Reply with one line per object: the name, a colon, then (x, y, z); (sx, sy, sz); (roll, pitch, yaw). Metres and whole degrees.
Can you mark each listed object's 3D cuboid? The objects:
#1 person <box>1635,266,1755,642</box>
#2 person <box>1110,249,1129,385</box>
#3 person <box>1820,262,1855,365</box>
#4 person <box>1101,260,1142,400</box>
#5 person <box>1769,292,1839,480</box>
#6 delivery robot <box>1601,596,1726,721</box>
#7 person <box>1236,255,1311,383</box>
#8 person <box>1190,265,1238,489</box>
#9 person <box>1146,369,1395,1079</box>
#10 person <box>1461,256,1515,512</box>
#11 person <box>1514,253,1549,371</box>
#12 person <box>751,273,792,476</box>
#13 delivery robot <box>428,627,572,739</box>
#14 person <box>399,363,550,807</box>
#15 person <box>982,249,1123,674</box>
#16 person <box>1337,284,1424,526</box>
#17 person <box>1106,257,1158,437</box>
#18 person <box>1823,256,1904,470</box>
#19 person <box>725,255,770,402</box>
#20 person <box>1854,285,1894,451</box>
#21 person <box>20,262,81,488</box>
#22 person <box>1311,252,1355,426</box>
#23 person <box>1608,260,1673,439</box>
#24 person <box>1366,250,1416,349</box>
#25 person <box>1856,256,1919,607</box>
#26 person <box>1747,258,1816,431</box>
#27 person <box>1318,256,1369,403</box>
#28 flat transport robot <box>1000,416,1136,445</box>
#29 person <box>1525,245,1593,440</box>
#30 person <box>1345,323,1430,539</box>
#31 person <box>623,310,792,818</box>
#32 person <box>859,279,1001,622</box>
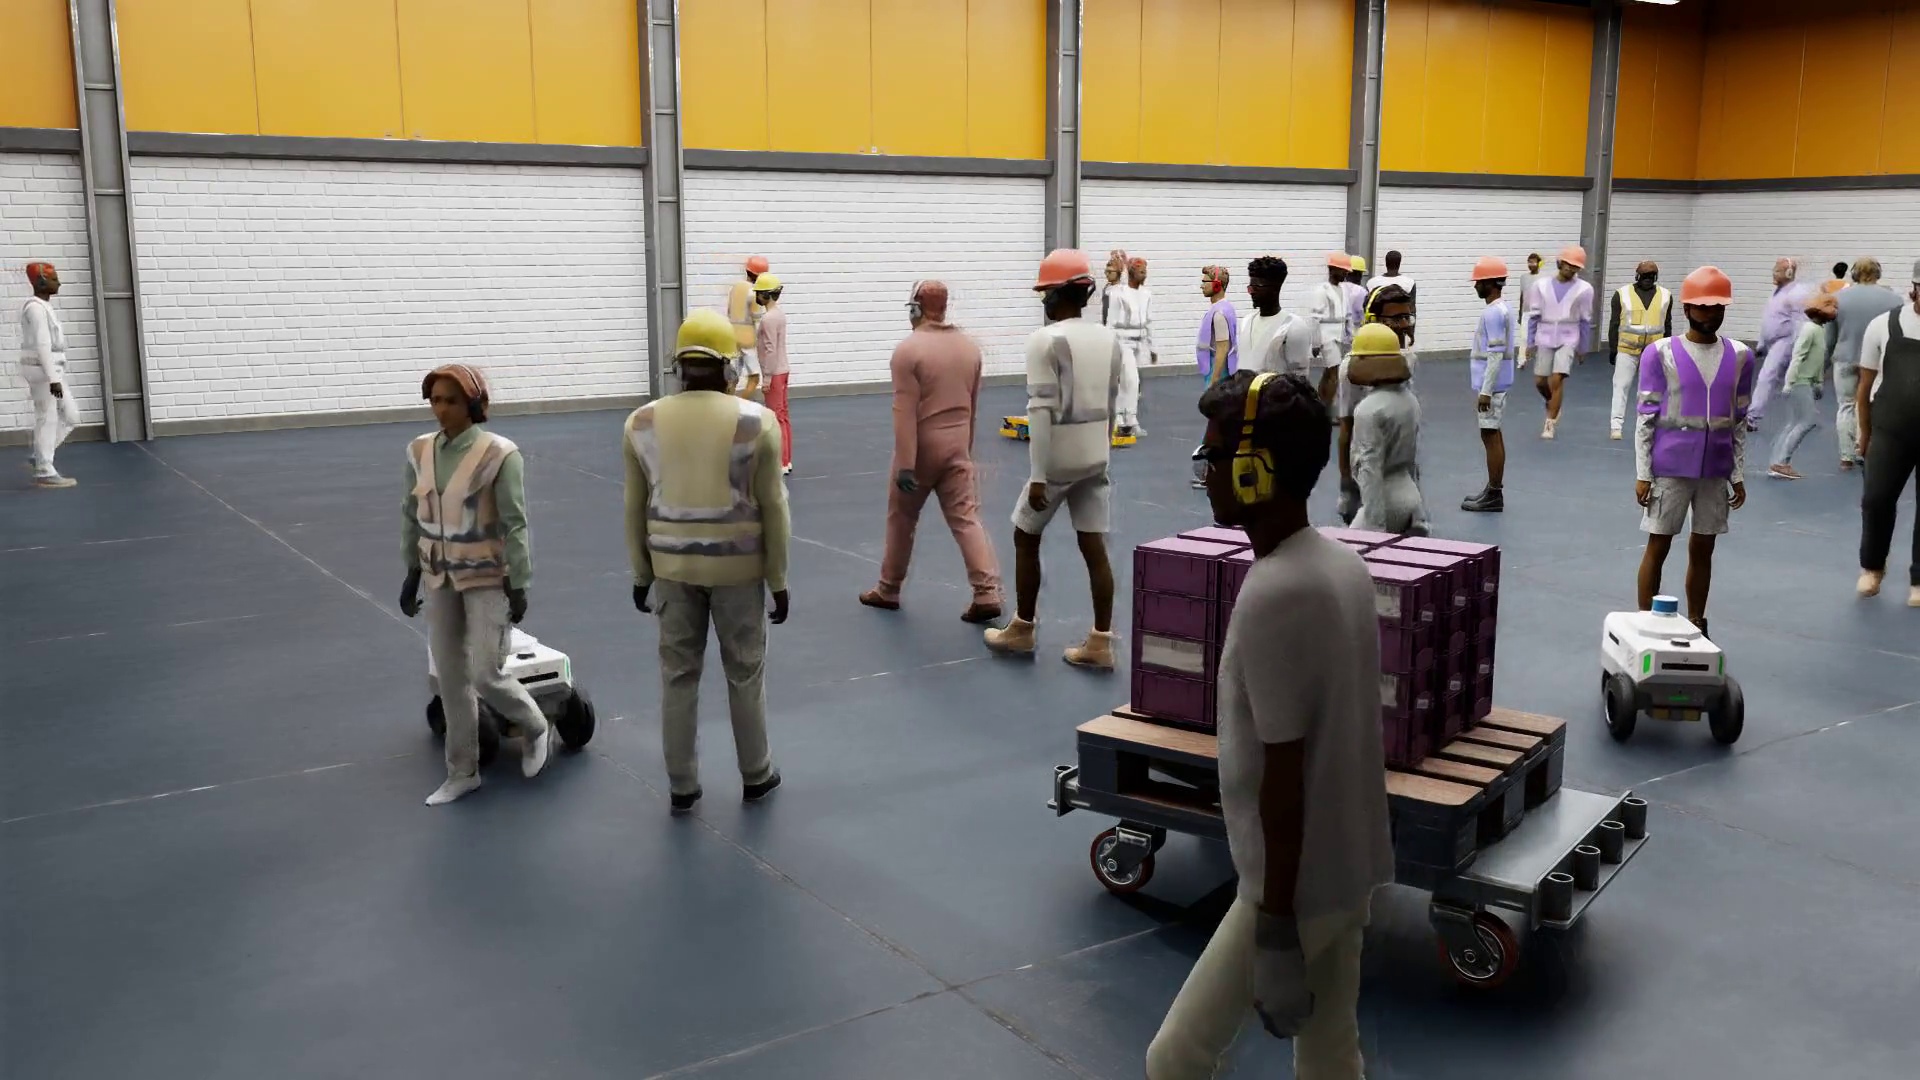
person: (3.550, -0.347, 8.061); (0.545, 1.938, 0.362); (0, 10, 0)
person: (2.236, -3.140, 23.474); (0.408, 1.903, 0.638); (0, 10, -1)
person: (14.155, -3.657, 26.938); (0.609, 1.681, 0.532); (-10, 14, -43)
person: (1.957, -2.596, 20.781); (0.957, 1.801, 0.525); (-9, 14, -41)
person: (7.236, -1.319, 14.274); (0.453, 1.604, 0.517); (7, 12, 33)
delivery robot: (2.977, 0.480, 7.061); (0.477, 0.478, 0.707); (1, 10, 8)
person: (1.896, -0.777, 10.340); (0.367, 1.966, 0.607); (-6, 12, -31)
person: (2.124, -1.337, 13.744); (0.389, 1.843, 0.566); (1, 10, 6)
person: (0.587, 0.621, 2.993); (0.526, 1.844, 0.542); (7, 13, 35)
person: (4.002, -1.179, 12.626); (0.373, 1.933, 0.550); (5, 11, 23)
person: (8.991, -3.567, 26.009); (0.529, 1.836, 0.941); (8, 13, 39)
person: (-1.634, -1.431, 14.520); (0.361, 1.771, 0.533); (1, 10, 5)
delivery robot: (-1.890, 0.526, 6.808); (0.477, 0.478, 0.707); (-9, 14, -40)
person: (-1.794, 0.160, 6.133); (0.541, 1.630, 0.412); (5, 11, 26)
person: (0.447, -0.385, 8.054); (0.653, 2.007, 0.874); (-9, 14, -41)
person: (1.997, -0.276, 7.890); (0.516, 1.865, 0.330); (-7, 12, -33)
person: (1.831, -1.992, 17.266); (0.598, 1.856, 0.740); (-9, 14, -41)
person: (8.032, -1.571, 14.863); (0.625, 1.912, 0.493); (5, 12, 27)
person: (-2.351, -2.116, 17.920); (0.741, 1.887, 0.434); (10, 14, 43)
person: (8.957, -1.672, 16.241); (0.694, 1.607, 0.506); (-9, 14, -40)
person: (-7.546, -1.358, 13.774); (0.411, 1.868, 0.574); (-4, 11, -20)
person: (4.166, -2.204, 18.349); (0.636, 1.903, 0.537); (9, 13, 40)
person: (6.981, -1.942, 17.078); (0.621, 1.839, 0.429); (1, 10, 7)
person: (5.166, -2.512, 19.989); (0.597, 1.914, 0.367); (4, 11, 20)
person: (5.403, -0.630, 9.327); (0.686, 2.000, 0.536); (6, 12, 29)
person: (8.755, -2.074, 17.755); (0.989, 1.858, 0.662); (1, 10, 7)
person: (4.393, -2.302, 18.994); (0.981, 1.864, 0.612); (-6, 12, -29)
flat transport robot: (1.077, -1.120, 16.864); (0.652, 0.197, 1.431); (-7, 12, -33)
person: (6.202, -2.050, 17.229); (0.627, 2.000, 0.698); (6, 12, 29)
person: (1.938, -0.117, 7.480); (0.842, 1.701, 0.507); (10, 14, 43)
person: (-0.894, 0.087, 6.045); (0.609, 1.825, 0.519); (1, 10, 5)
person: (-0.132, -0.482, 9.040); (0.662, 1.861, 1.005); (-9, 14, -42)
